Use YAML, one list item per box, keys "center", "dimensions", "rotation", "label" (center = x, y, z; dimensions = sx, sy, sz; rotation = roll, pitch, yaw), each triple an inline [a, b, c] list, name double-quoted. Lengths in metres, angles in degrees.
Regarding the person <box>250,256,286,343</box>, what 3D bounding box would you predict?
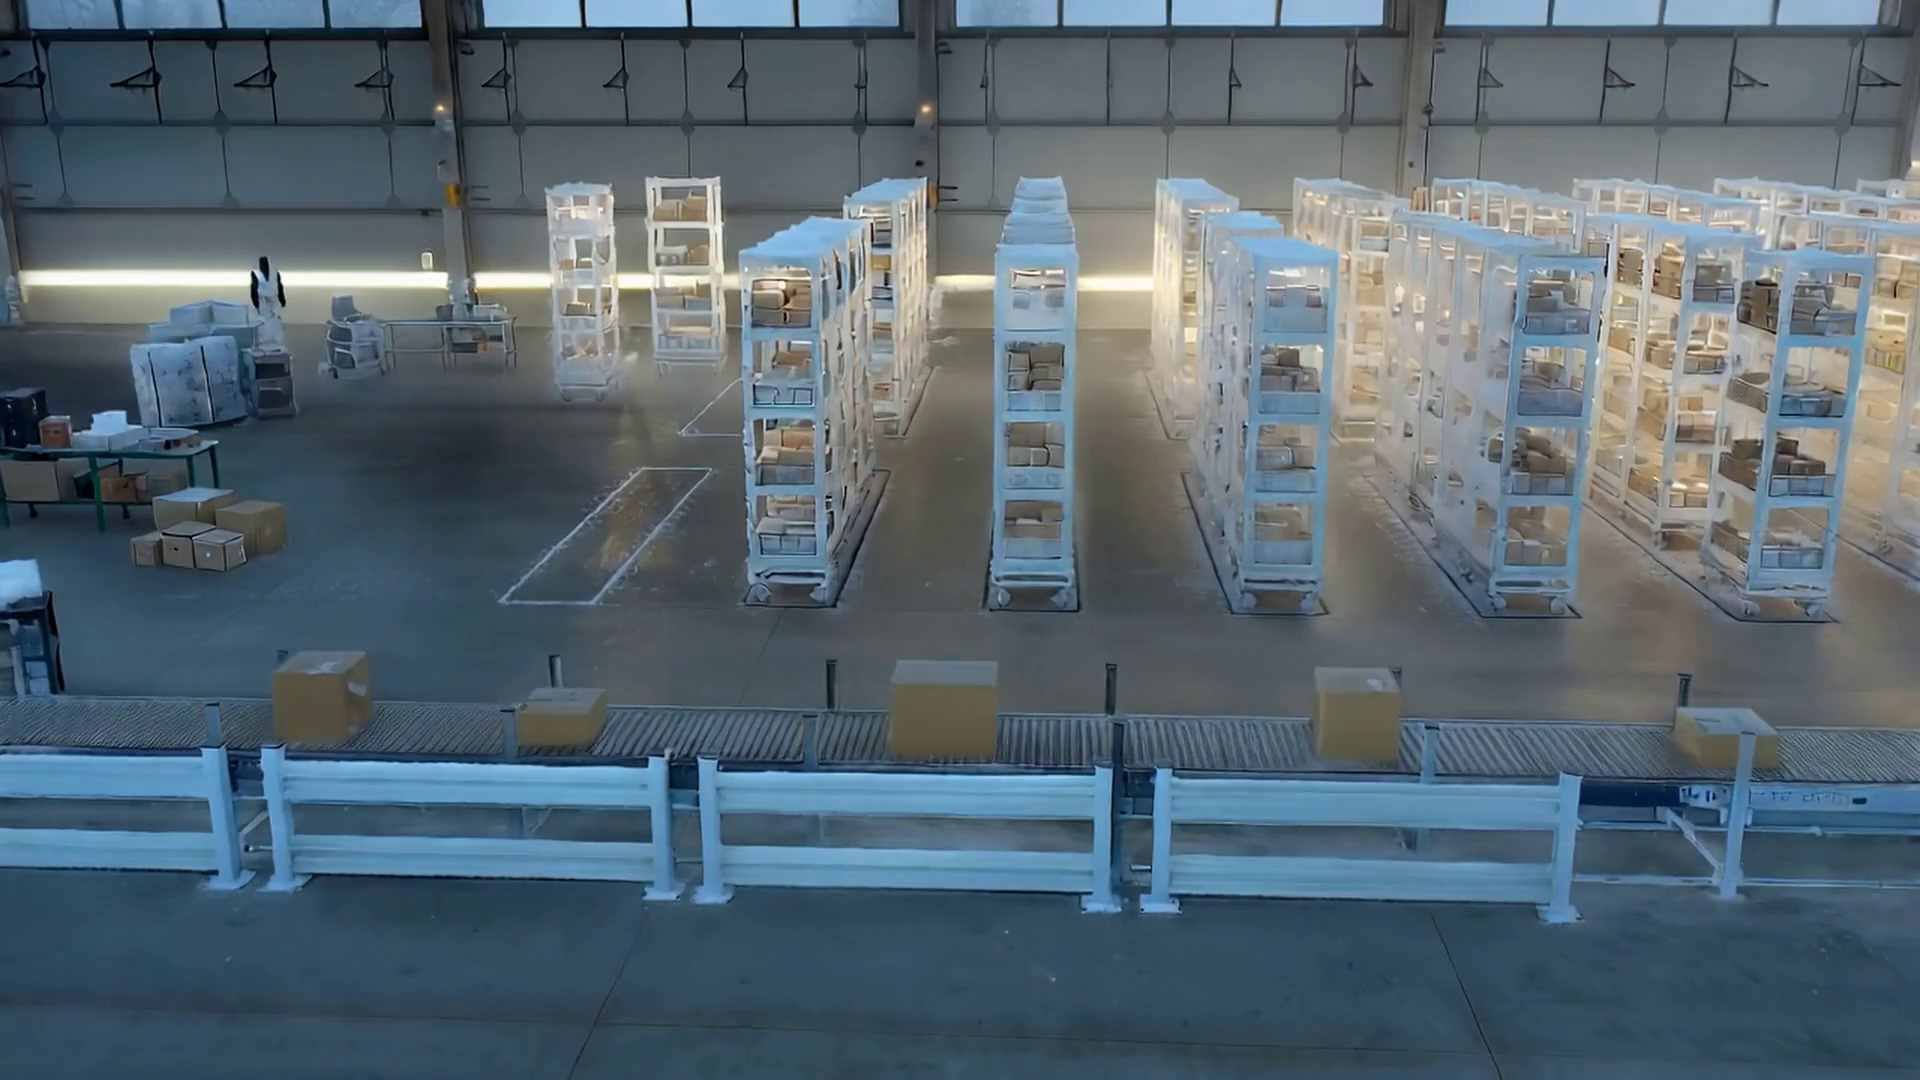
- center: [-14.372, -4.983, 34.577]
  dimensions: [0.636, 1.833, 0.431]
  rotation: [-13, 20, -39]
  label: "person"
